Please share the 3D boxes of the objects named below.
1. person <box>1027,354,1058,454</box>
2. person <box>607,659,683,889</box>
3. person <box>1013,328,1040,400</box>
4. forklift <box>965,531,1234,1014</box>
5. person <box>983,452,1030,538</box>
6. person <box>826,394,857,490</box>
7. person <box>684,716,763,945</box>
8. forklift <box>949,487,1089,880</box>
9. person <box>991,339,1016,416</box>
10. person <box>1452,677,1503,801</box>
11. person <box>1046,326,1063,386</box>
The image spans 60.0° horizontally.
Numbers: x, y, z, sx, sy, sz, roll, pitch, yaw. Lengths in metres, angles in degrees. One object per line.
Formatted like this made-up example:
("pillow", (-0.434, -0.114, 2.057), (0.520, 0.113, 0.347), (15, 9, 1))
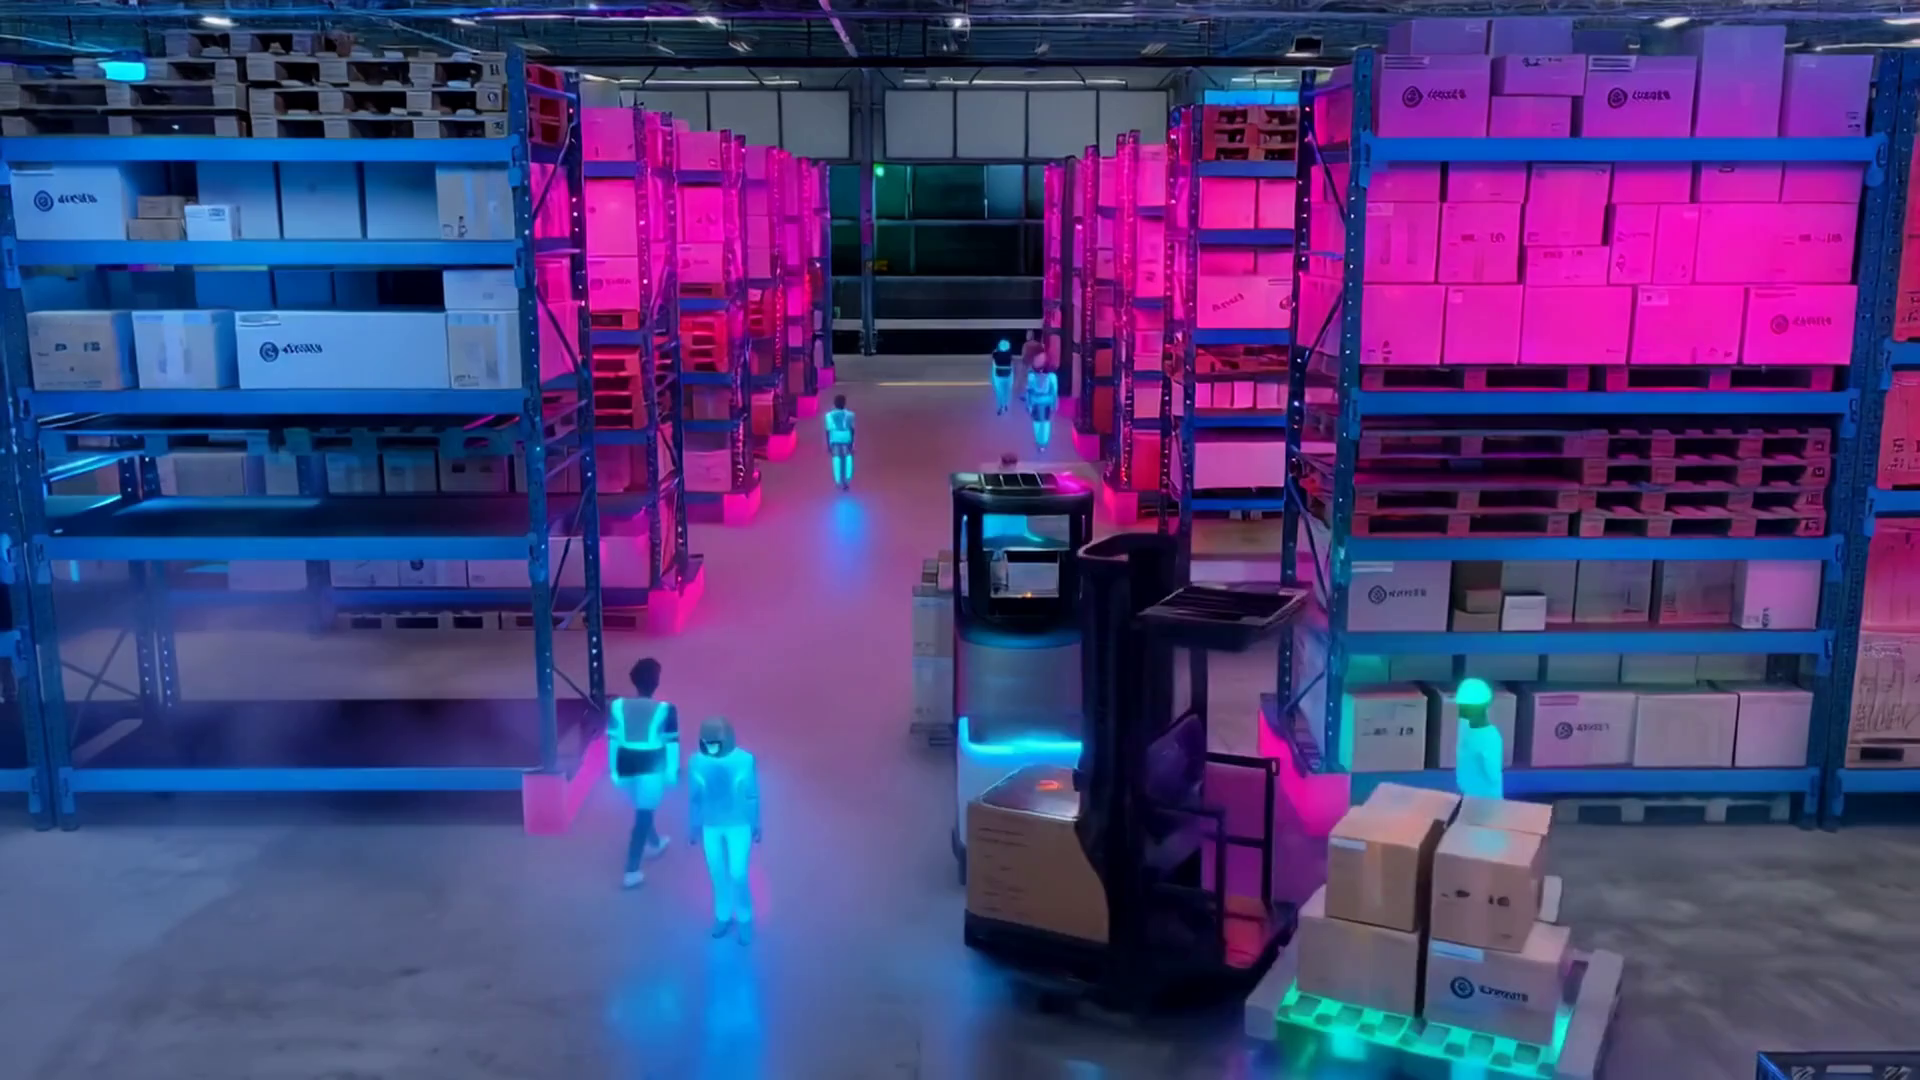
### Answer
("person", (1.674, -2.758, 33.521), (0.615, 2.026, 0.691), (2, 12, 8))
("person", (-2.340, 1.704, 12.326), (0.539, 1.641, 0.889), (3, 12, 17))
("person", (1.827, -4.521, 42.706), (0.992, 1.847, 0.754), (-3, 12, -16))
("forklift", (1.067, 1.383, 10.846), (1.873, 2.768, 1.129), (6, 13, 27))
("person", (0.583, -0.202, 21.172), (0.650, 1.888, 0.662), (-5, 13, -25))
("person", (-2.074, -1.734, 29.272), (0.562, 1.677, 0.632), (0, 11, 2))
("person", (-1.595, 1.942, 11.247), (0.519, 1.606, 0.419), (1, 11, 6))
("forklift", (0.495, 0.986, 12.813), (1.129, 2.768, 1.873), (0, 11, -2))
("person", (1.032, -3.880, 39.629), (0.594, 1.792, 0.959), (1, 11, 4))
("person", (3.693, 1.796, 11.638), (0.669, 1.749, 0.534), (-2, 12, -9))
("person", (2.467, -4.557, 42.775), (0.737, 1.868, 0.788), (-8, 14, -33))
